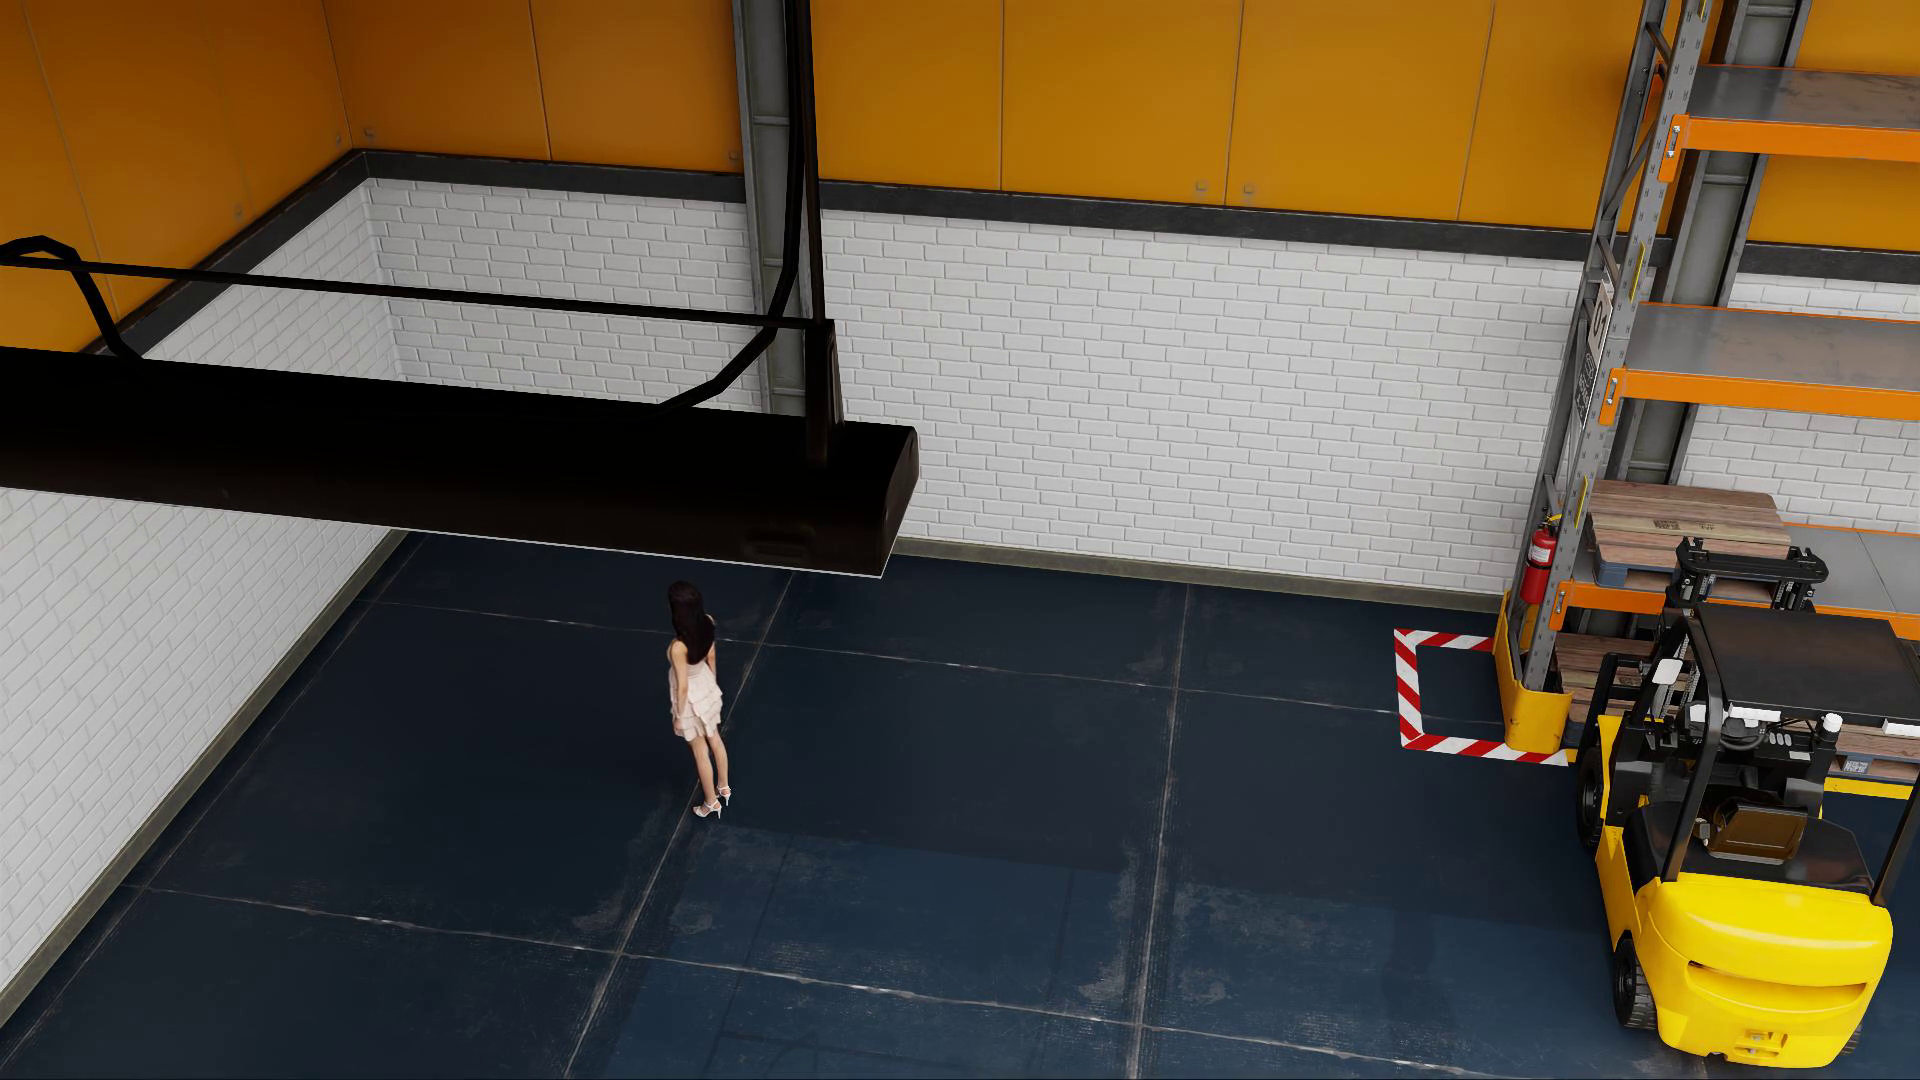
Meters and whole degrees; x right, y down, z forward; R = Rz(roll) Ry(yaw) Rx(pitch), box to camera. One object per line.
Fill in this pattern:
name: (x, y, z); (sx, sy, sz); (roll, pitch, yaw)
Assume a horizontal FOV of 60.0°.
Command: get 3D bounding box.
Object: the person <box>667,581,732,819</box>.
person: (-1.595, 0.987, 10.121); (0.612, 1.734, 0.637); (15, 36, 21)
